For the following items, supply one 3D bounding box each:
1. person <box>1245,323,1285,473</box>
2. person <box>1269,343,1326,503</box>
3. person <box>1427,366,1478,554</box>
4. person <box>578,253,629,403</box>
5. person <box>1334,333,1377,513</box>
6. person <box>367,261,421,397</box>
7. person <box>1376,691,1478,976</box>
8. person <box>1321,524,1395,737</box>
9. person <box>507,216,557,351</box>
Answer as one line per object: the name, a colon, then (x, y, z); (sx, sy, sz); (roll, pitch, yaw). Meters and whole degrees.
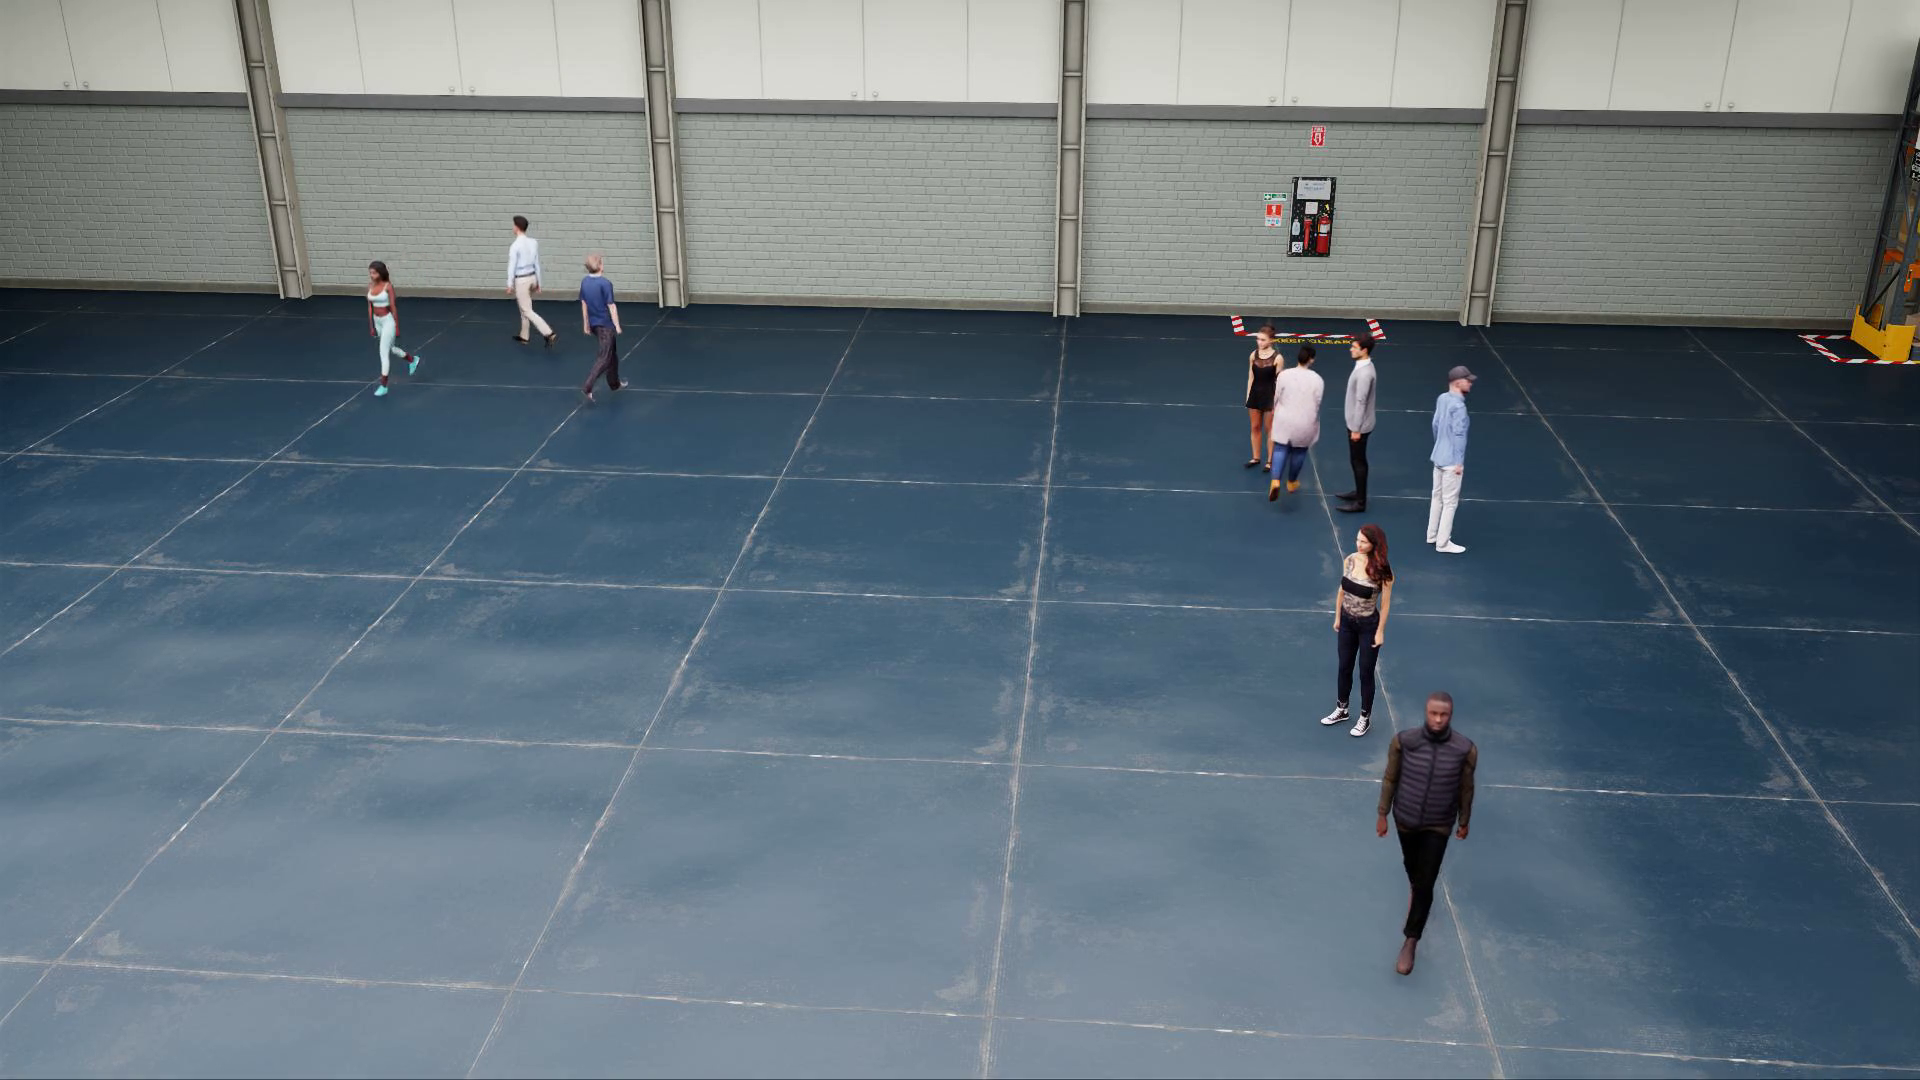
person: (3.415, -1.603, 18.615); (0.672, 1.680, 0.756); (18, 29, 35)
person: (3.552, -1.240, 17.713); (1.066, 1.719, 0.943); (7, 24, 16)
person: (4.850, -0.811, 16.492); (0.656, 1.885, 0.703); (-3, 23, -8)
person: (-4.536, -2.631, 20.835); (1.173, 1.835, 1.094); (16, 28, 33)
person: (4.214, -1.242, 17.467); (0.603, 1.915, 0.765); (5, 23, 11)
person: (-7.282, -2.737, 21.263); (1.123, 1.694, 0.860); (9, 25, 21)
person: (2.960, 1.755, 10.579); (1.237, 1.789, 1.037); (9, 25, 21)
person: (3.159, 0.688, 13.113); (0.749, 1.770, 0.674); (-21, 31, -40)
person: (-5.944, -3.514, 22.931); (1.259, 1.819, 0.961); (13, 26, 27)
